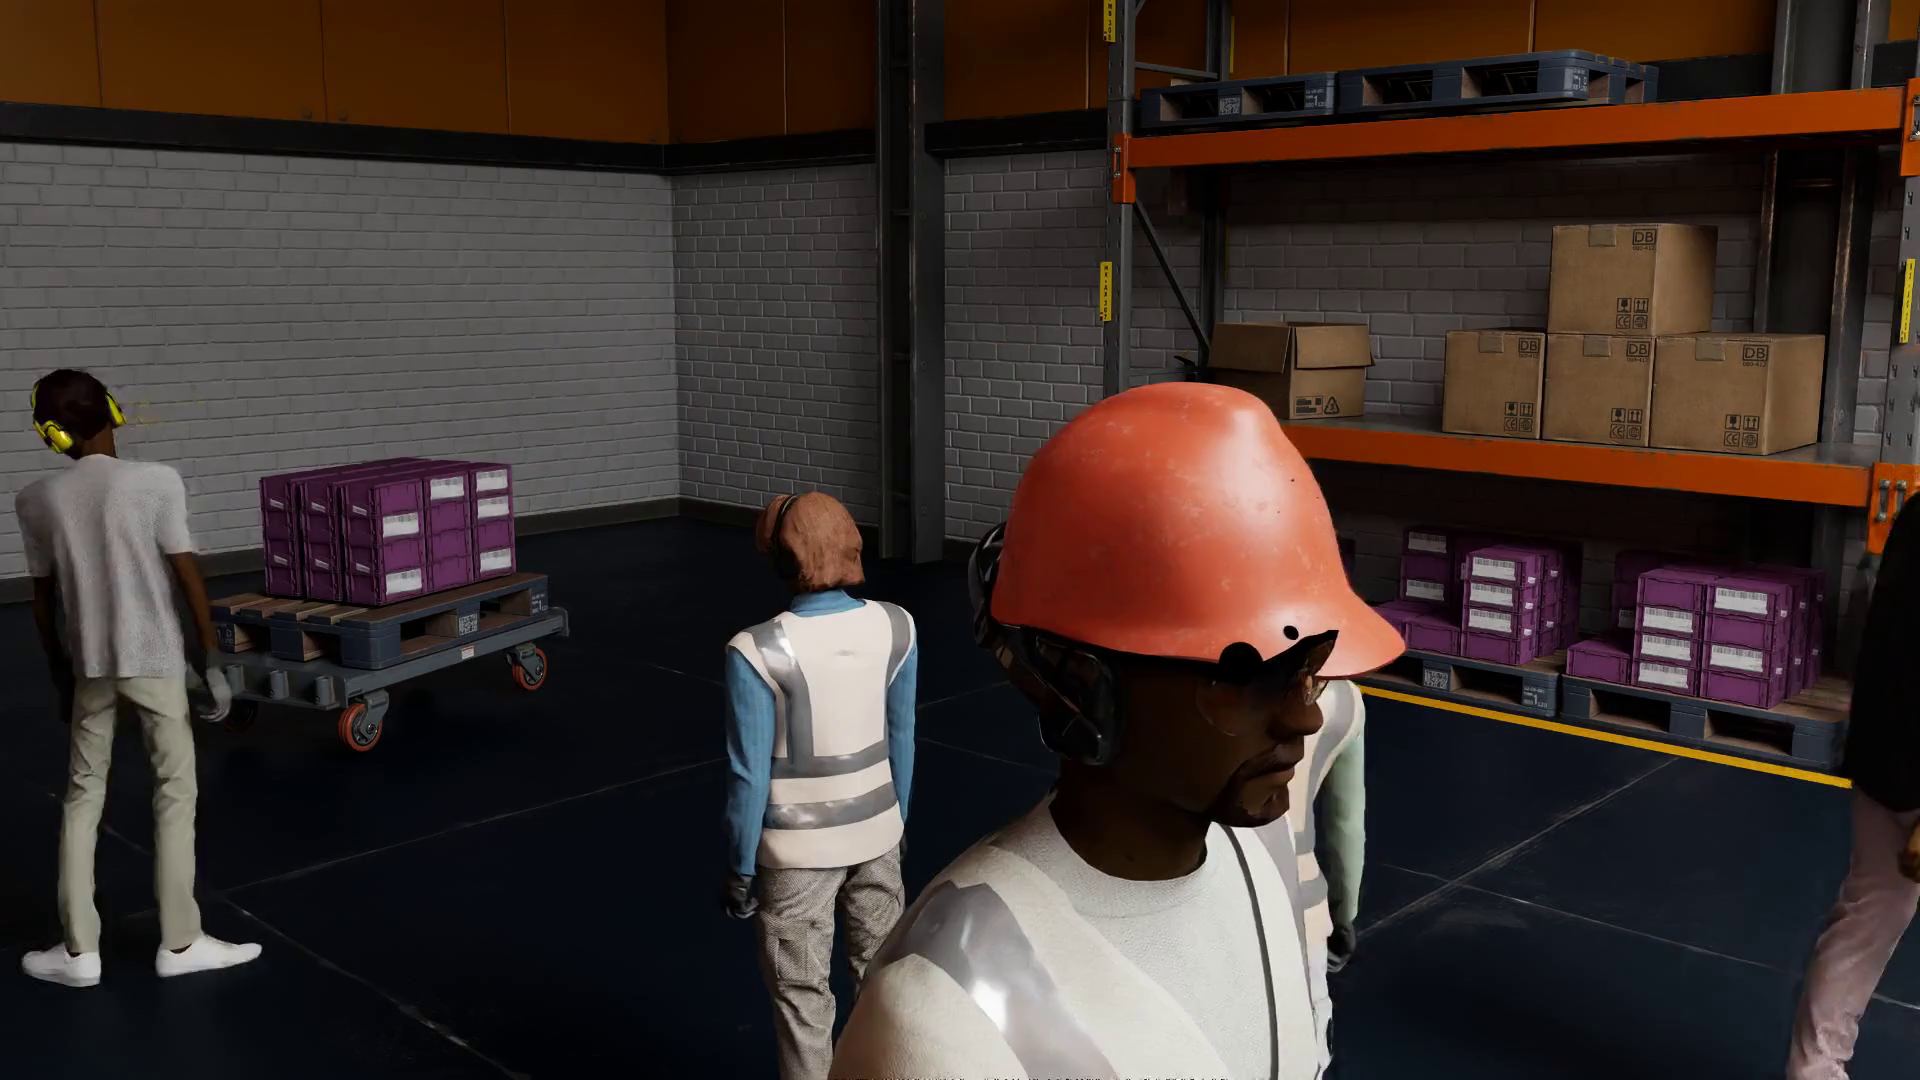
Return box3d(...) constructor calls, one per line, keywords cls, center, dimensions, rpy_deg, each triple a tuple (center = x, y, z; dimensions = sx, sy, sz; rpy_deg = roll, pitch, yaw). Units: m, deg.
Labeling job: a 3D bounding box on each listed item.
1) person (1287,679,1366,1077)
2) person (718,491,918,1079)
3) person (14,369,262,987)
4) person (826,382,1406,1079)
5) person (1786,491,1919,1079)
box3d(cls="person", center=(0.581, 0.791, 3.313), dimensions=(0.530, 1.599, 0.847), rpy_deg=(-1, 9, -8))
box3d(cls="person", center=(-0.307, 0.701, 3.744), dimensions=(0.513, 1.640, 0.309), rpy_deg=(-8, 12, -40))
box3d(cls="person", center=(-2.479, 0.416, 4.928), dimensions=(0.667, 1.832, 0.360), rpy_deg=(0, 9, 3))
box3d(cls="person", center=(0.158, 0.883, 1.440), dimensions=(0.396, 2.039, 0.607), rpy_deg=(6, 11, 33))
box3d(cls="person", center=(2.373, 0.533, 3.804), dimensions=(0.867, 1.956, 0.616), rpy_deg=(2, 10, 13))
